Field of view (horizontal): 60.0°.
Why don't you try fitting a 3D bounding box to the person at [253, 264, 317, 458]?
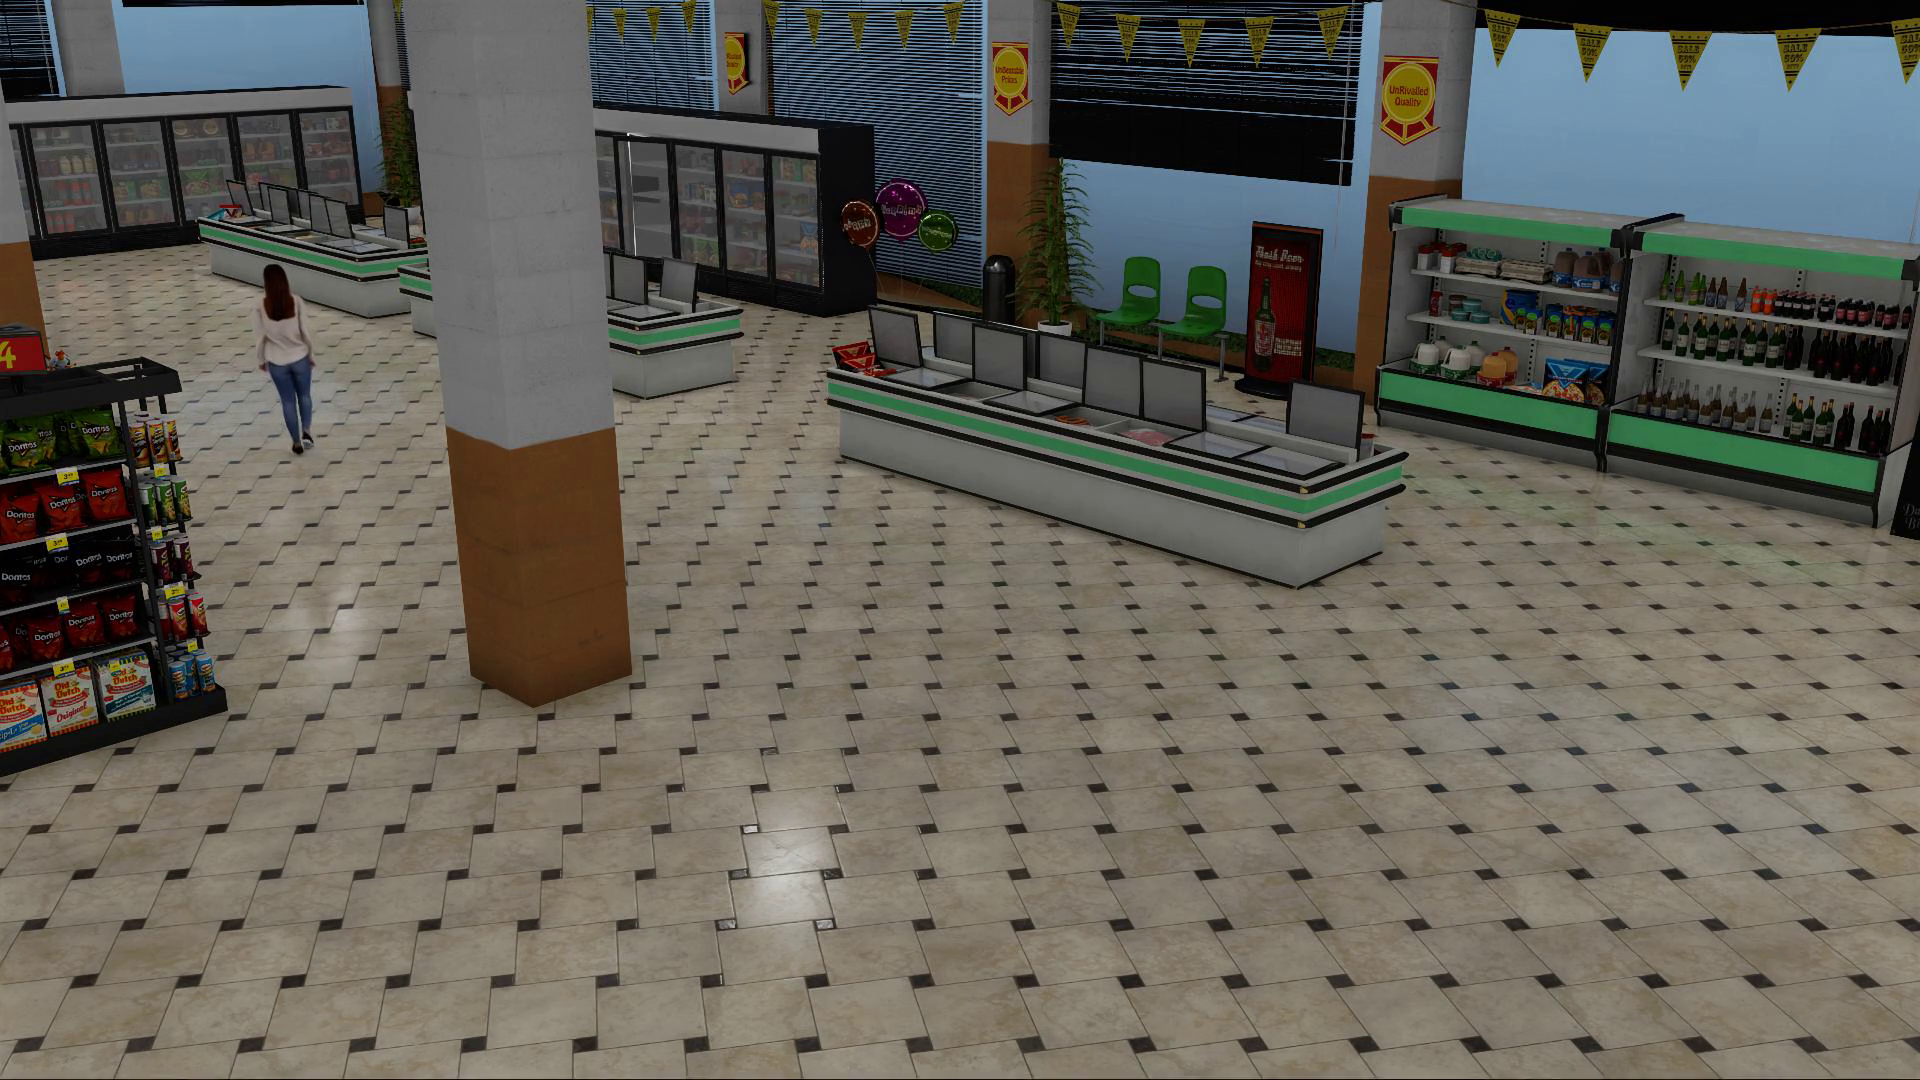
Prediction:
[{"bbox_3d":[-5.836,-1.540,14.481,0.707,1.680,0.697,-8,20,-22],"label":"person"}]
